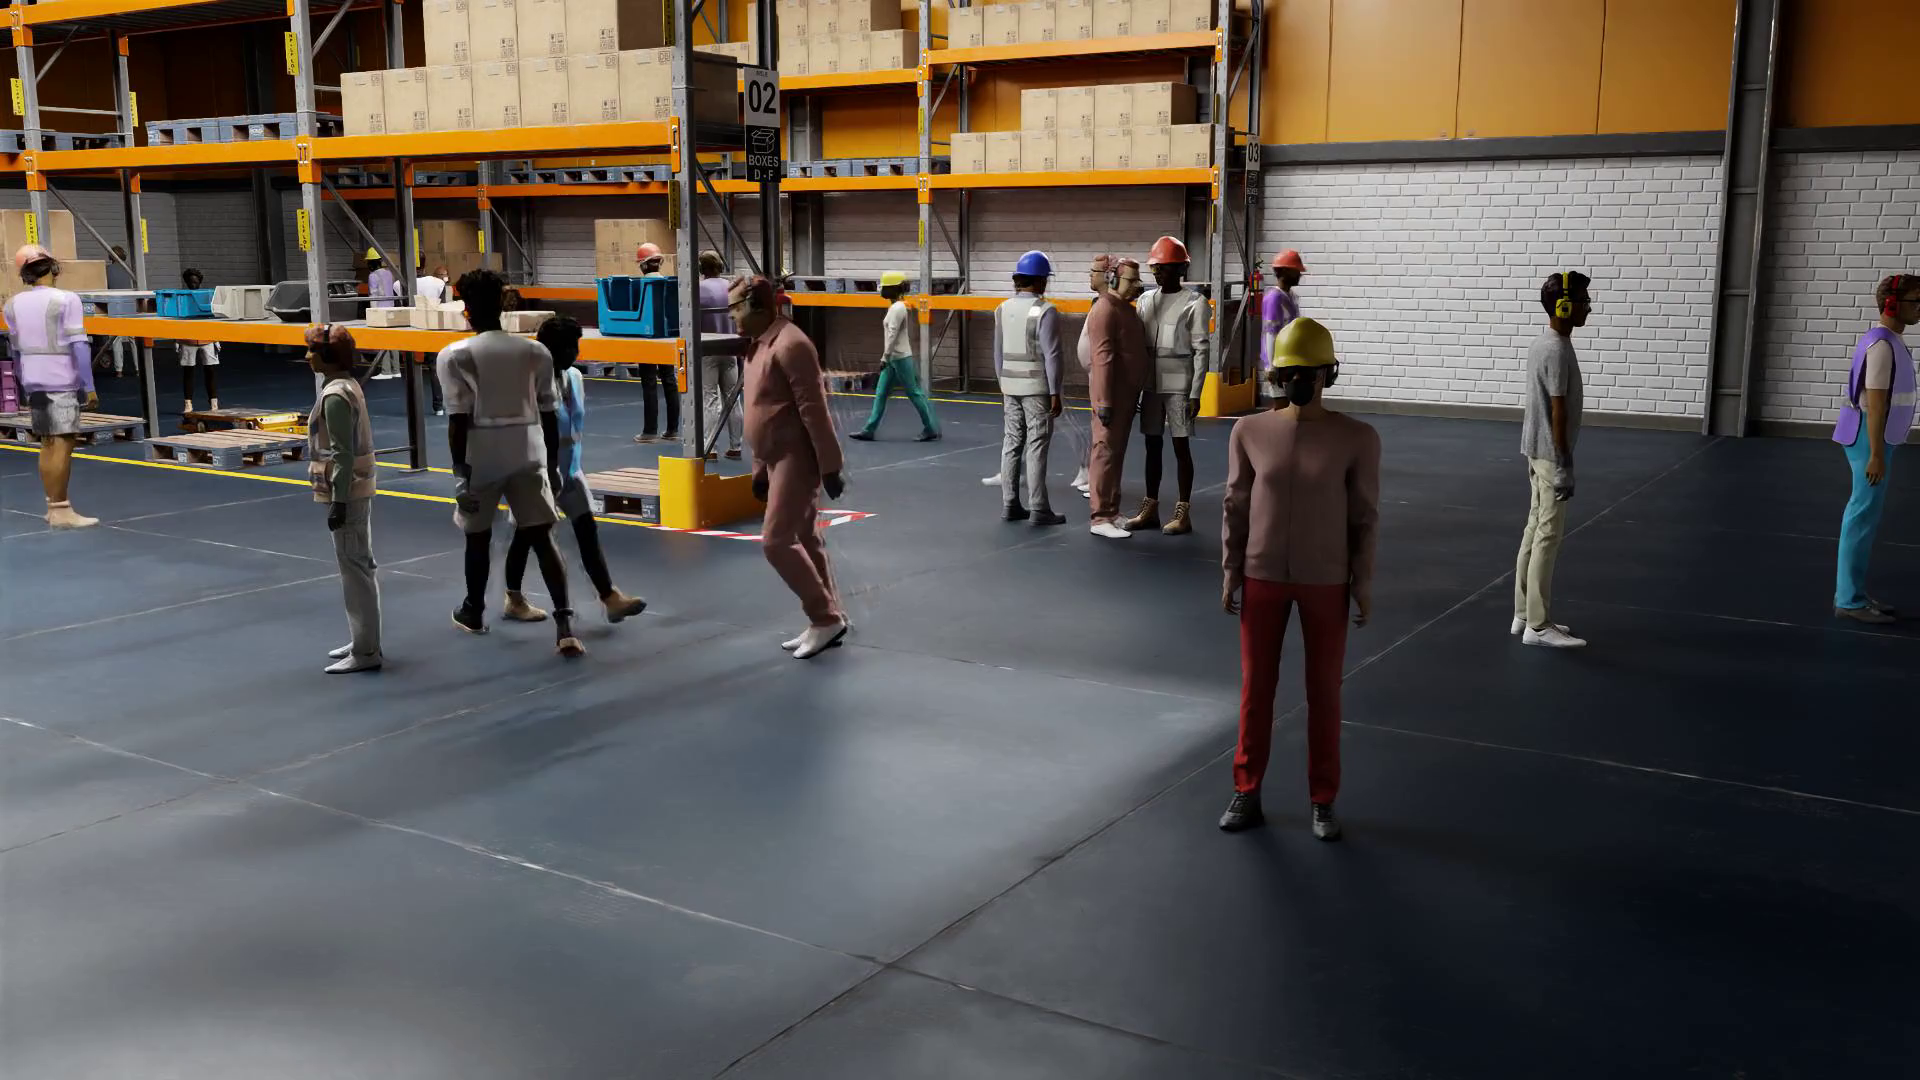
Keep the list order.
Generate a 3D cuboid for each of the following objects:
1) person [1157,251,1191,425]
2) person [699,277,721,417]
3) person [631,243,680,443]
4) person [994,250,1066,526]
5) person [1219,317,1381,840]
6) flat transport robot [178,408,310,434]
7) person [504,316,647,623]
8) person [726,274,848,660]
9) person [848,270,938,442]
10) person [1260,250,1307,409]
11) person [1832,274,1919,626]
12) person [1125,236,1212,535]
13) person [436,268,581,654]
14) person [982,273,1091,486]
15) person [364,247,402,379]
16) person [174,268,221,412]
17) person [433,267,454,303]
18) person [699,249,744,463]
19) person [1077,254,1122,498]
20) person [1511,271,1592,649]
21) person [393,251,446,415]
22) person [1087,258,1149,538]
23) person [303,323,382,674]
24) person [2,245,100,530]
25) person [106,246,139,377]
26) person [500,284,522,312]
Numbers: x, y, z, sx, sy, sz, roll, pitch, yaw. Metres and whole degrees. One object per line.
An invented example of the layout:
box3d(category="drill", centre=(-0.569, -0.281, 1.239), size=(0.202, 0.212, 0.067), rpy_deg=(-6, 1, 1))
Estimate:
box3d(category="person", centre=(2.328, -2.254, 18.246), size=(0.381, 1.994, 0.622), rpy_deg=(-1, 10, -4))
box3d(category="person", centre=(-2.875, -2.114, 18.503), size=(0.512, 1.622, 0.294), rpy_deg=(2, 10, 9))
box3d(category="person", centre=(-3.058, -1.964, 16.644), size=(0.380, 1.994, 0.608), rpy_deg=(10, 14, 44))
box3d(category="person", centre=(0.501, -1.077, 11.852), size=(0.389, 1.946, 0.614), rpy_deg=(-9, 13, -40))
box3d(category="person", centre=(1.140, 0.137, 5.635), size=(0.523, 1.769, 0.313), rpy_deg=(4, 11, 19))
box3d(category="flat transport robot", centre=(-7.445, -1.233, 17.365), size=(1.431, 0.197, 0.652), rpy_deg=(6, 12, 32))
box3d(category="person", centre=(-2.068, -0.342, 8.652), size=(0.889, 1.623, 0.582), rpy_deg=(5, 12, 28))
box3d(category="person", centre=(-0.833, -0.353, 8.111), size=(0.564, 1.856, 0.678), rpy_deg=(-4, 11, -20))
box3d(category="person", centre=(-0.643, -1.832, 16.665), size=(0.903, 1.720, 0.535), rpy_deg=(-2, 10, -9))
box3d(category="person", centre=(2.856, -1.593, 14.798), size=(0.359, 1.925, 0.594), rpy_deg=(5, 11, 24))
box3d(category="person", centre=(4.874, -0.487, 8.878), size=(0.391, 1.842, 0.564), rpy_deg=(6, 12, 30))
box3d(category="person", centre=(1.425, -1.058, 11.487), size=(0.607, 2.044, 0.372), rpy_deg=(9, 13, 40))
box3d(category="person", centre=(-2.246, -0.389, 8.237), size=(0.621, 1.896, 1.132), rpy_deg=(-6, 12, -32))
box3d(category="person", centre=(0.698, -1.337, 13.710), size=(0.963, 1.814, 0.512), rpy_deg=(-2, 10, -9))
box3d(category="person", centre=(-8.443, -3.297, 24.245), size=(0.397, 1.919, 0.589), rpy_deg=(2, 10, 12))
box3d(category="person", centre=(-8.833, -2.287, 19.251), size=(0.535, 1.699, 0.318), rpy_deg=(-5, 11, -27))
box3d(category="person", centre=(-7.775, -3.287, 25.001), size=(0.282, 1.625, 0.492), rpy_deg=(4, 11, 23))
box3d(category="person", centre=(-2.235, -1.669, 15.168), size=(0.629, 1.937, 0.377), rpy_deg=(-7, 12, -35))
box3d(category="person", centre=(1.127, -1.286, 13.117), size=(0.408, 1.913, 0.641), rpy_deg=(0, 10, -1))
box3d(category="person", centre=(2.983, -0.401, 8.326), size=(0.328, 1.872, 0.512), rpy_deg=(1, 10, 6))
box3d(category="person", centre=(-6.208, -2.378, 19.189), size=(0.581, 1.911, 0.392), rpy_deg=(-3, 11, -19))
box3d(category="person", centre=(1.095, -0.977, 11.433), size=(0.399, 1.902, 0.642), rpy_deg=(4, 11, 20))
box3d(category="person", centre=(-2.897, -0.196, 7.827), size=(0.309, 1.638, 0.522), rpy_deg=(-3, 11, -15))
box3d(category="person", centre=(-6.410, -1.072, 11.730), size=(0.691, 1.989, 0.497), rpy_deg=(3, 11, 17))
box3d(category="person", centre=(-12.428, -3.385, 24.669), size=(0.630, 1.940, 0.370), rpy_deg=(-6, 12, -31))
box3d(category="person", centre=(-3.963, -1.436, 14.722), size=(0.514, 1.634, 0.312), rpy_deg=(-8, 13, -36))
